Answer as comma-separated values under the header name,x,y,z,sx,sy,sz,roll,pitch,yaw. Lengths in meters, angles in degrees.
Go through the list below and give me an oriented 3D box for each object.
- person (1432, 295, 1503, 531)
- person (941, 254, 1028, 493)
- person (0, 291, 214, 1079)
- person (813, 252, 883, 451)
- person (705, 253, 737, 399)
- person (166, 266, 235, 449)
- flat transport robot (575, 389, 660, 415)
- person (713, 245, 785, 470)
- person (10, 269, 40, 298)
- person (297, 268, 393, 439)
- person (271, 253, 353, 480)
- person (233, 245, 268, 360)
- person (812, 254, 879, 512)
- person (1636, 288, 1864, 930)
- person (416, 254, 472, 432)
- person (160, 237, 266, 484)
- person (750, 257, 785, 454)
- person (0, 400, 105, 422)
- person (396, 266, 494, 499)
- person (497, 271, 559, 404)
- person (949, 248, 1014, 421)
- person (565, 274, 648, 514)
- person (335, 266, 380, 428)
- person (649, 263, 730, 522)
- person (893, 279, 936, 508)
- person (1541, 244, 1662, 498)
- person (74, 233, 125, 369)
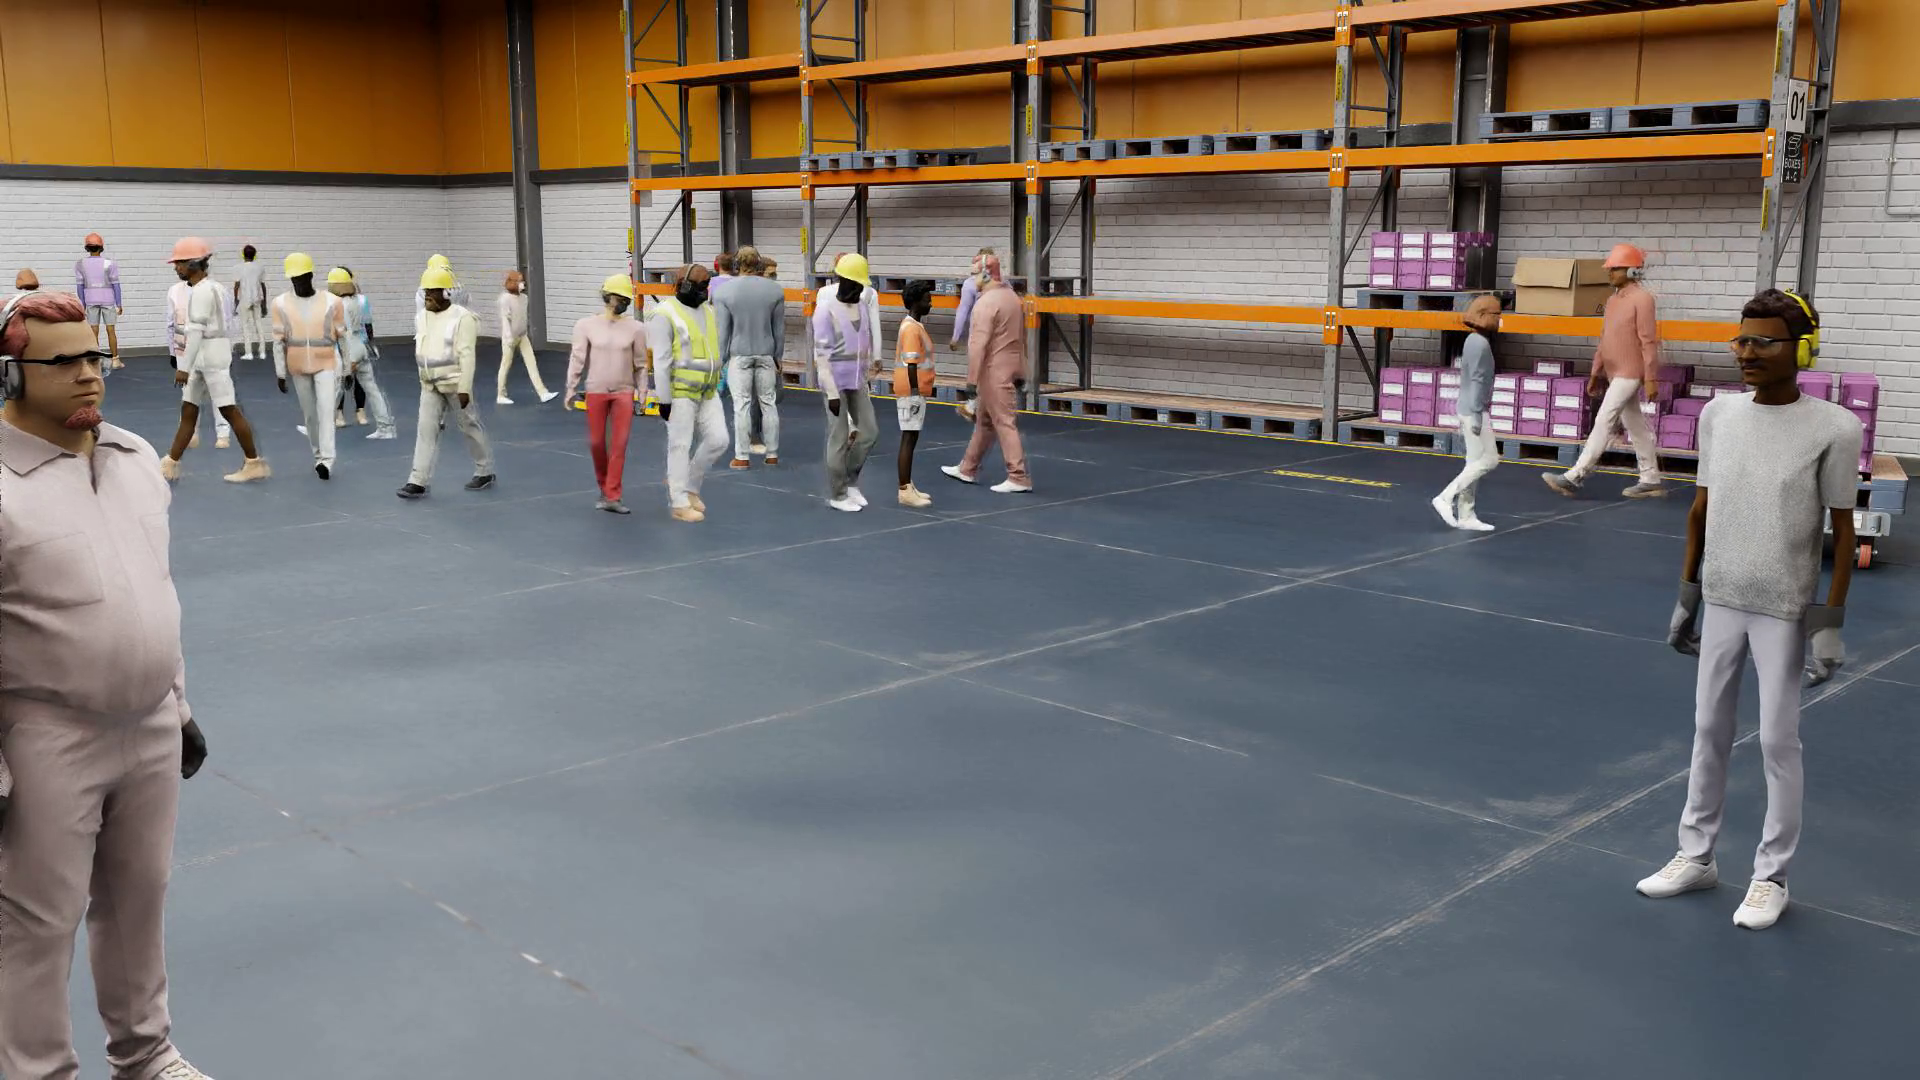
name,x,y,z,sx,sy,sz,roll,pitch,yaw
person,3.514,-0.851,11.321,0.376,1.620,0.524,3,11,14
person,0.165,-1.311,13.178,0.927,1.860,0.666,4,11,23
person,-1.890,0.424,3.599,0.409,1.907,0.651,3,11,16
person,-1.019,-1.701,15.297,0.674,1.866,0.493,-3,11,-15
person,-2.933,-2.668,20.766,0.580,1.802,0.945,-6,12,-32
person,-7.207,-1.779,15.791,0.624,1.844,0.429,-1,10,-6
flat transport robot,-3.683,-1.597,19.077,1.431,0.197,0.652,7,12,34
person,-1.816,-1.570,14.382,0.629,1.940,0.379,-4,11,-21
person,-11.191,-2.456,20.084,0.382,1.623,0.503,5,11,25
person,-6.103,-1.827,16.455,0.923,1.694,0.499,0,10,-1
person,-5.400,-1.435,13.840,0.601,1.862,0.995,-3,11,-13
person,-11.583,-3.866,27.155,0.579,1.852,0.370,-9,14,-41
person,-0.813,-1.123,12.079,0.489,1.885,0.625,8,13,36
person,2.340,0.214,4.889,0.335,1.856,0.521,-7,12,-33
person,-5.327,-2.031,17.197,0.588,1.829,0.404,-8,13,-37
person,-6.169,-1.415,13.374,1.029,1.986,0.641,-5,12,-26
person,-1.859,-1.696,15.395,0.415,1.828,0.537,7,13,35
person,-5.950,-0.770,10.900,0.616,1.615,0.451,-8,13,-38
person,-3.997,-1.226,12.932,0.615,1.787,0.932,5,11,25
person,-5.241,-2.407,19.893,0.838,1.592,0.521,5,12,26
person,0.253,-2.161,17.761,0.645,1.890,1.016,-9,14,-40
person,-2.588,-1.071,12.196,0.617,1.737,0.525,-3,11,-18
person,-6.474,-2.043,17.625,0.576,1.693,0.320,-7,13,-34
person,-1.904,-1.031,11.755,0.455,1.822,0.660,7,12,33
person,-0.341,-1.097,12.460,0.317,1.697,0.540,0,10,-1
person,4.981,-1.258,12.738,1.025,1.910,0.653,0,10,-1
person,-12.991,-3.595,25.130,0.608,2.048,0.365,-2,11,-13
